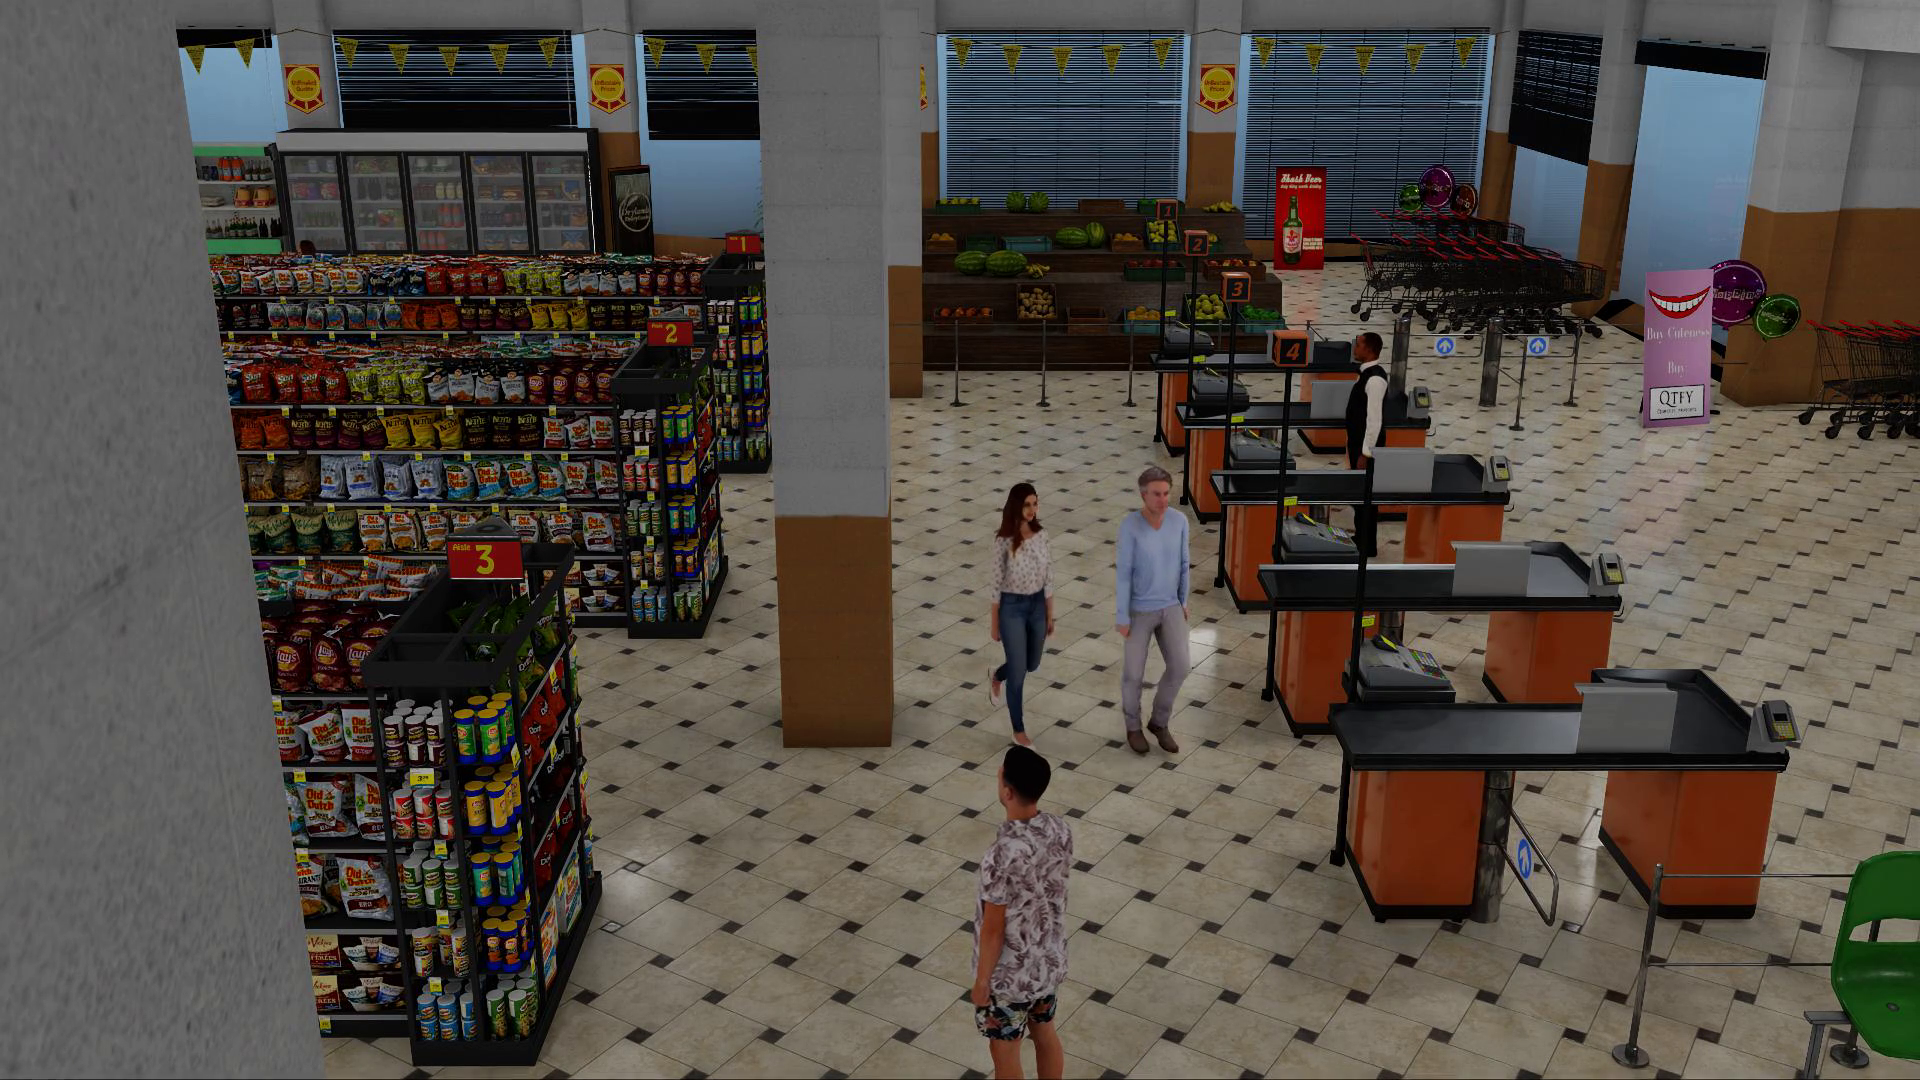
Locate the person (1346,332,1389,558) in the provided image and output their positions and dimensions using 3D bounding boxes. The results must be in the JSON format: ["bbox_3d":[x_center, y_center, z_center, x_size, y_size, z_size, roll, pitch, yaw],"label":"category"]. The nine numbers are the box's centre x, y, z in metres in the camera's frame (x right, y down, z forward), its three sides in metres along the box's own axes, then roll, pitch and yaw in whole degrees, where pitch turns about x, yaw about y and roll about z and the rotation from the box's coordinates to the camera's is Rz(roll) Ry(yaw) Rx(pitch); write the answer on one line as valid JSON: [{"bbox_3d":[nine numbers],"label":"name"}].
[{"bbox_3d":[3.434,-0.806,14.035,0.633,1.917,0.732,3,19,9],"label":"person"}]

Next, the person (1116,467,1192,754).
[{"bbox_3d":[1.163,0.422,10.455,0.711,1.877,0.842,-6,20,-17],"label":"person"}]

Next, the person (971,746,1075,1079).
[{"bbox_3d":[0.259,1.690,6.791,0.791,1.816,0.744,16,24,39],"label":"person"}]

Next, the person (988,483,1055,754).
[{"bbox_3d":[0.358,0.453,10.632,1.035,1.706,0.938,-9,21,-25],"label":"person"}]
